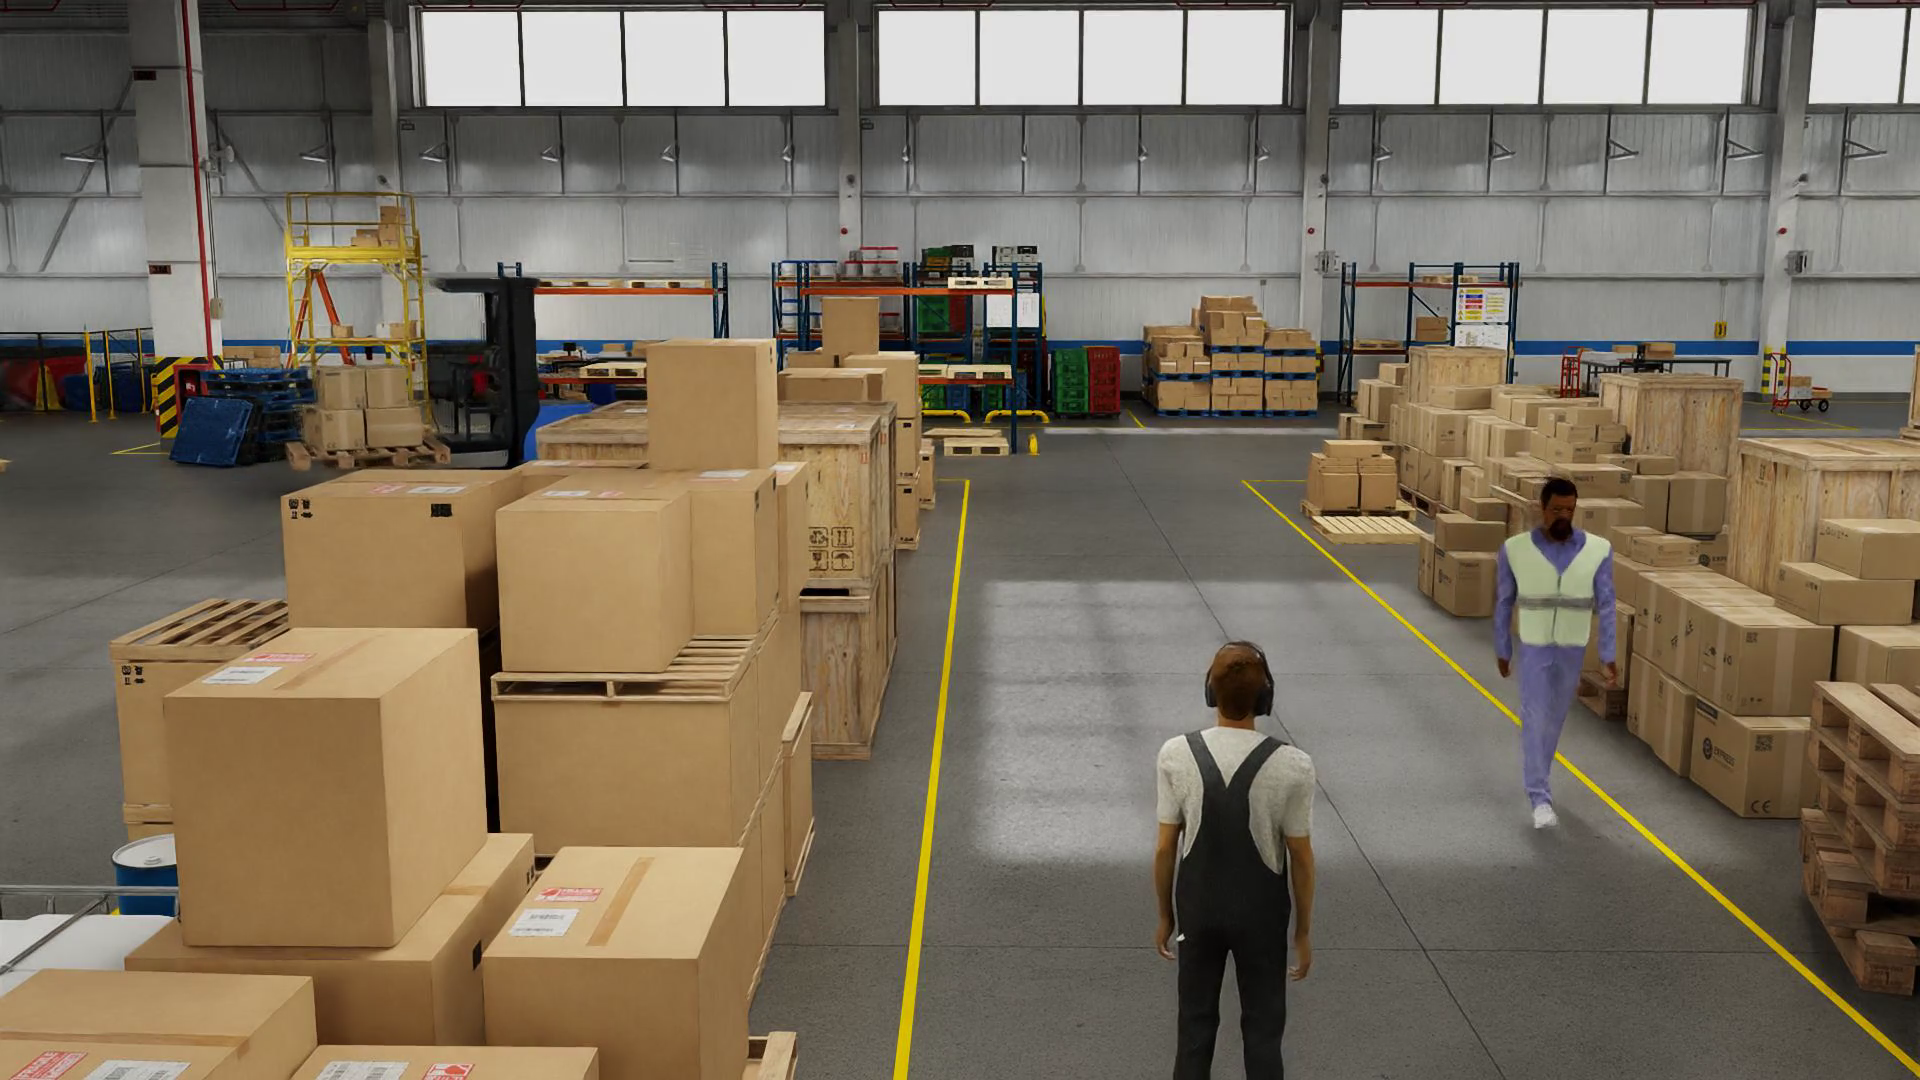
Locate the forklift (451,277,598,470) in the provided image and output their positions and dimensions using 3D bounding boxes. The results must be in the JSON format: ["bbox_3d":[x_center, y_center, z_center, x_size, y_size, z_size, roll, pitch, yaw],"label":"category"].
[{"bbox_3d":[-6.044,-2.229,22.988,1.873,2.768,1.129,-4,10,-25],"label":"forklift"}]

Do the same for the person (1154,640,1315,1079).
[{"bbox_3d":[0.877,1.231,5.354,0.507,1.845,0.339,3,10,20],"label":"person"}]

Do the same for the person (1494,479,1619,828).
[{"bbox_3d":[3.221,0.613,8.980,0.592,1.871,0.985,1,10,6],"label":"person"}]
